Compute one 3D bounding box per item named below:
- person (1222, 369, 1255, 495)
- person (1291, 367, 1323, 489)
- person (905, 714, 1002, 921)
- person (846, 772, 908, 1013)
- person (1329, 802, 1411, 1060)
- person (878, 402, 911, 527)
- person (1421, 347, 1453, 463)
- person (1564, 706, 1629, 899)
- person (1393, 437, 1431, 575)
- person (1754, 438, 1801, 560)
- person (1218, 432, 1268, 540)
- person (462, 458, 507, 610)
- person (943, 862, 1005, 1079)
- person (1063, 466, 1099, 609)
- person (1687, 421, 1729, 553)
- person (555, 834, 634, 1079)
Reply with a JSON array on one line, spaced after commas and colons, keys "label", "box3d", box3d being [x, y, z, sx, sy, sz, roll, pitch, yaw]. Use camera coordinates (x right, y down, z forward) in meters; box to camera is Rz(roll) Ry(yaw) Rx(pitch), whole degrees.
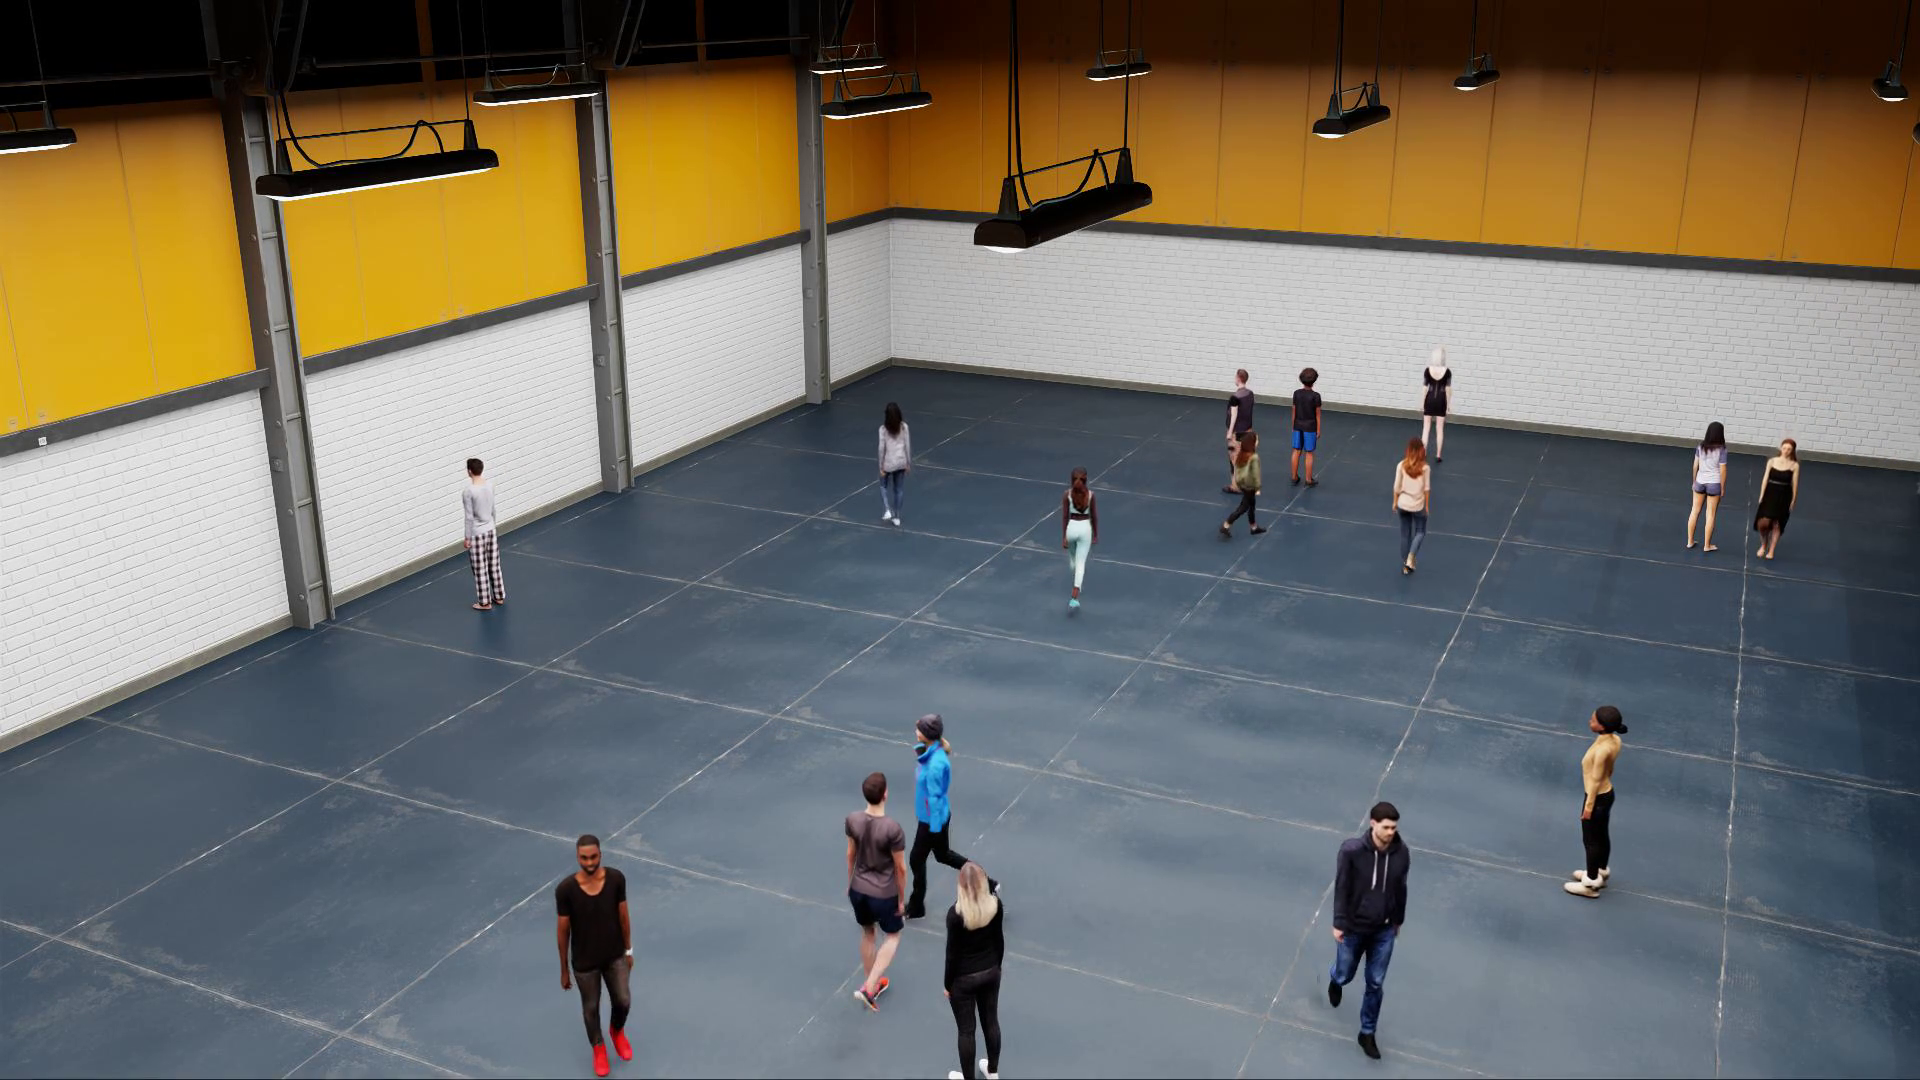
[{"label": "person", "box3d": [4.102, -1.602, 24.328, 0.804, 1.840, 0.629, 16, 24, 39]}, {"label": "person", "box3d": [5.109, -1.675, 24.602, 0.651, 1.804, 0.642, 12, 22, 32]}, {"label": "person", "box3d": [-0.106, 2.216, 13.108, 0.988, 1.765, 1.136, 0, 19, 1]}, {"label": "person", "box3d": [-0.648, 2.571, 11.942, 0.660, 1.837, 0.840, 8, 20, 22]}, {"label": "person", "box3d": [2.830, 2.647, 11.657, 0.955, 1.875, 1.126, -1, 19, -3]}, {"label": "person", "box3d": [-0.891, -1.021, 22.793, 0.726, 1.718, 0.765, -4, 19, -13]}, {"label": "person", "box3d": [7.385, -2.103, 25.832, 0.608, 1.830, 0.530, 6, 20, 18]}, {"label": "person", "box3d": [5.230, 2.113, 13.583, 0.701, 1.658, 0.558, 15, 24, 37]}, {"label": "person", "box3d": [5.649, -0.395, 20.835, 0.606, 1.782, 0.647, 8, 20, 24]}, {"label": "person", "box3d": [10.611, -0.548, 21.554, 0.634, 1.614, 0.678, 12, 22, 32]}, {"label": "person", "box3d": [3.786, -0.705, 22.281, 1.053, 1.447, 0.988, -6, 20, -17]}, {"label": "person", "box3d": [-5.695, -0.084, 19.809, 0.712, 1.847, 0.499, 11, 21, 29]}, {"label": "person", "box3d": [0.097, 2.927, 11.122, 0.663, 1.685, 0.760, -10, 21, -28]}, {"label": "person", "box3d": [1.414, 0.004, 19.816, 0.784, 1.676, 1.245, 3, 19, 9]}, {"label": "person", "box3d": [9.840, -0.718, 21.868, 0.648, 1.735, 0.656, -15, 24, -38]}, {"label": "person", "box3d": [-2.488, 2.788, 11.365, 0.801, 1.794, 0.860, -6, 20, -18]}]
